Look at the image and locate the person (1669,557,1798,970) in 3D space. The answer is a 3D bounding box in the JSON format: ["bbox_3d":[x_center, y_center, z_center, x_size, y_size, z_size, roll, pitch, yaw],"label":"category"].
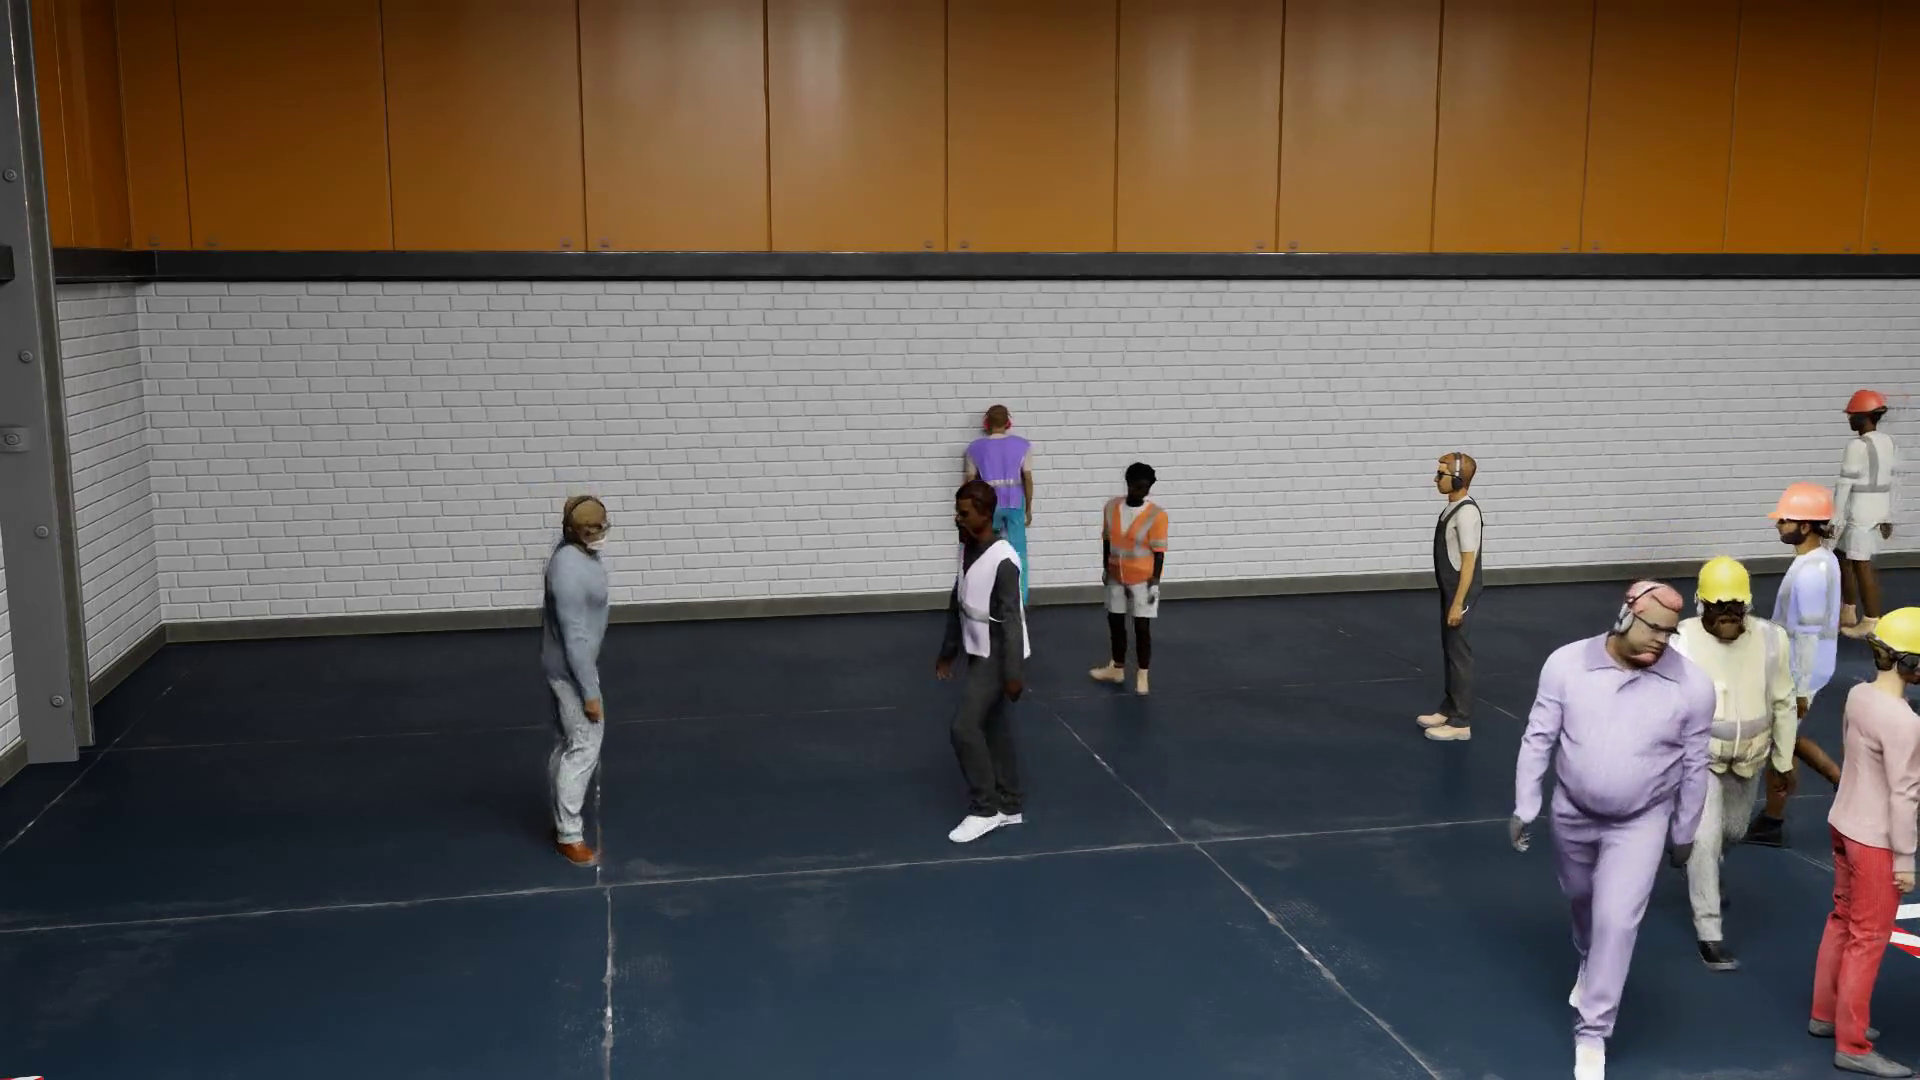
[{"bbox_3d":[3.328,0.918,7.401,0.615,1.790,0.878,0,9,2],"label":"person"}]

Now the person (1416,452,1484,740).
[{"bbox_3d":[3.145,0.356,10.601,0.347,1.847,0.505,2,9,9],"label":"person"}]

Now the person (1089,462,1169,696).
[{"bbox_3d":[1.185,0.257,11.743,0.675,1.662,0.386,8,12,41],"label":"person"}]

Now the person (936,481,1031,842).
[{"bbox_3d":[0.078,0.630,8.782,0.636,1.898,0.610,-3,10,-16],"label":"person"}]

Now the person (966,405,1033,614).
[{"bbox_3d":[0.336,-0.246,14.333,0.630,1.823,0.472,0,9,3],"label":"person"}]

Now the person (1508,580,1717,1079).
[{"bbox_3d":[2.517,1.043,6.401,0.661,1.854,0.958,6,11,33],"label":"person"}]

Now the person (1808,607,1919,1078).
[{"bbox_3d":[3.462,1.116,6.243,0.346,1.758,0.532,1,9,9],"label":"person"}]

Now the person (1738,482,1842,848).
[{"bbox_3d":[4.334,0.663,8.491,0.633,1.926,0.558,6,11,32],"label":"person"}]

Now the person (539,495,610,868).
[{"bbox_3d":[-1.946,0.685,8.489,0.377,1.899,0.790,-2,9,-10],"label":"person"}]

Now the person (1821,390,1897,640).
[{"bbox_3d":[7.231,-0.205,13.500,0.613,2.019,0.711,-8,12,-40],"label":"person"}]
